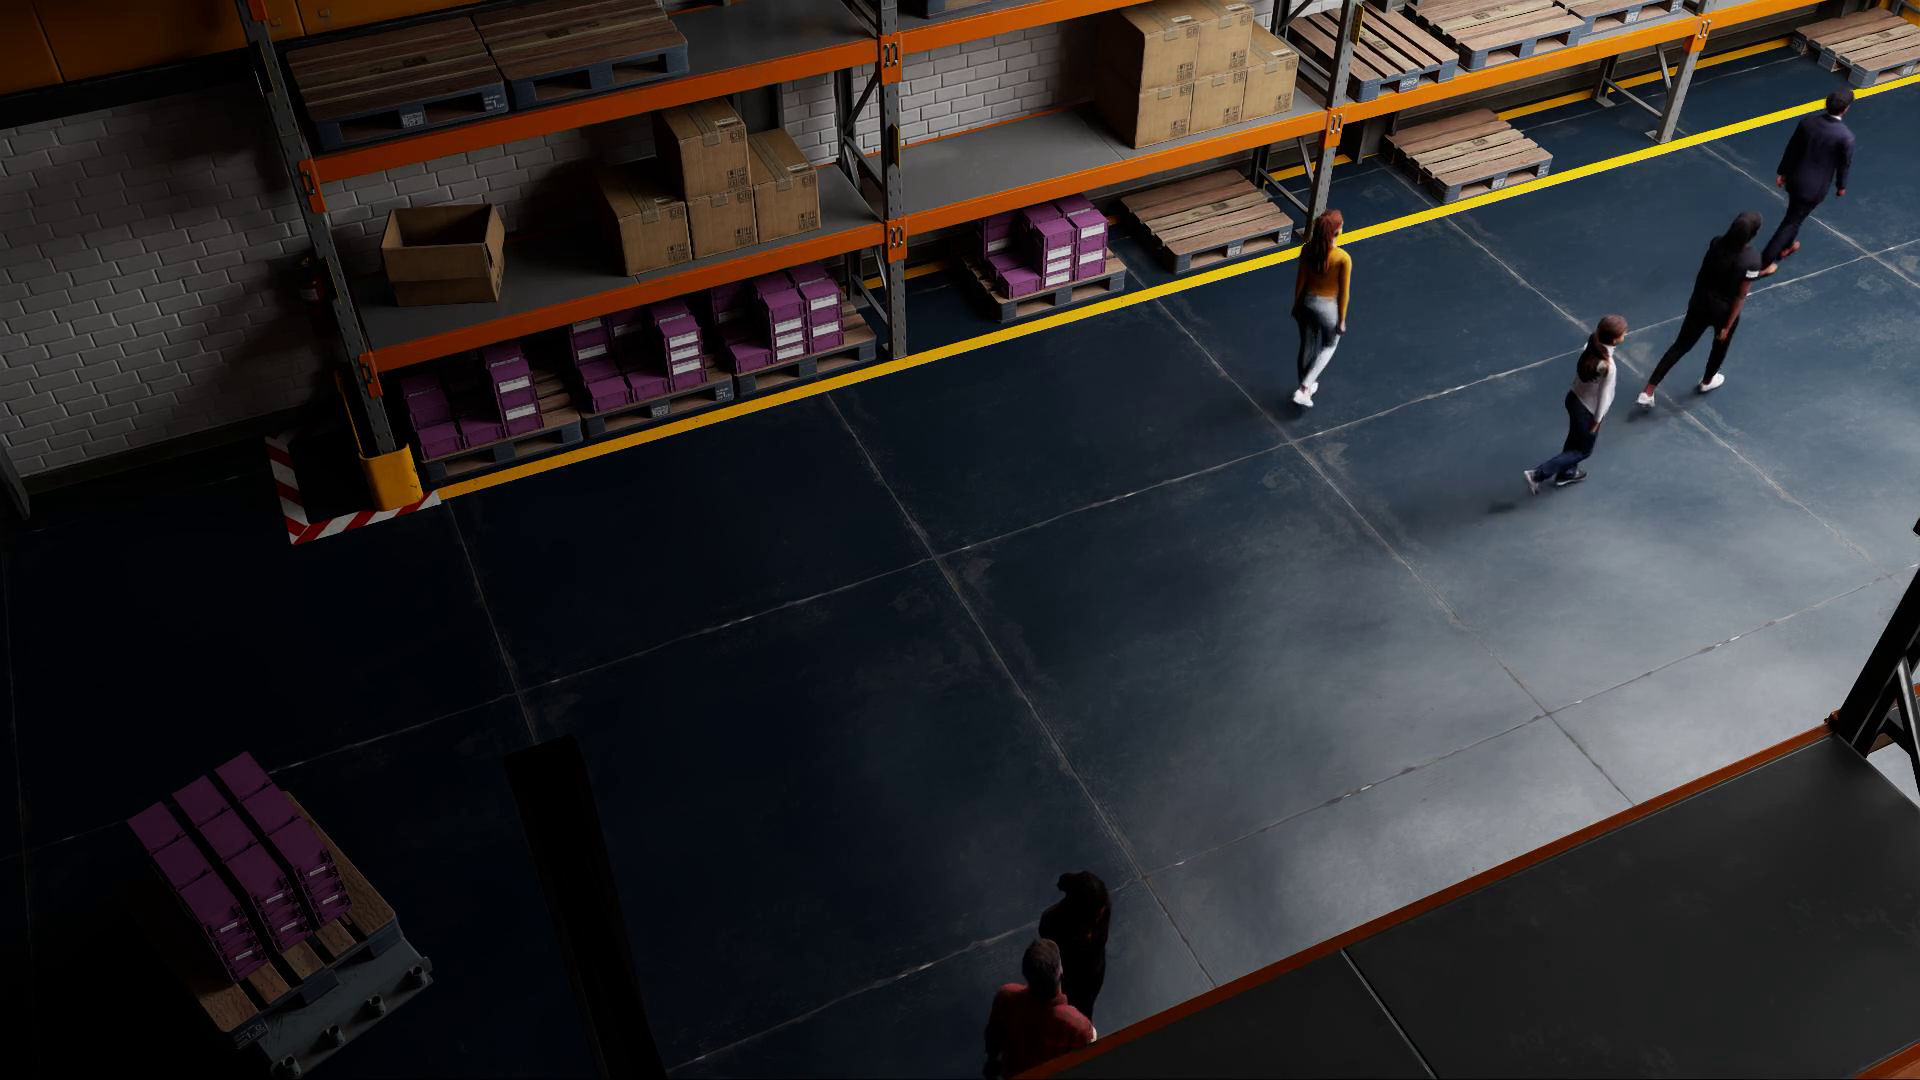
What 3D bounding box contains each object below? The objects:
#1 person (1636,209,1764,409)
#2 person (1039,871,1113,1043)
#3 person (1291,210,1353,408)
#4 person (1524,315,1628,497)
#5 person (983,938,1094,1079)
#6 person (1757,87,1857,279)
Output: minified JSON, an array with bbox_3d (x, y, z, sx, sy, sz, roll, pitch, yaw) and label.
[{"bbox_3d":[5.583,-1.674,12.477,1.227,1.687,0.758,-27,50,-25],"label":"person"},{"bbox_3d":[0.574,2.178,8.454,0.589,1.660,0.662,0,44,0],"label":"person"},{"bbox_3d":[2.644,-1.664,12.425,0.785,1.744,0.868,26,49,25],"label":"person"},{"bbox_3d":[4.368,-0.927,11.796,0.897,1.544,0.579,-13,45,-14],"label":"person"},{"bbox_3d":[0.342,2.624,7.890,1.196,1.791,1.033,-34,53,-30],"label":"person"},{"bbox_3d":[6.944,-2.900,13.755,0.933,1.698,0.710,-24,48,-23],"label":"person"}]
